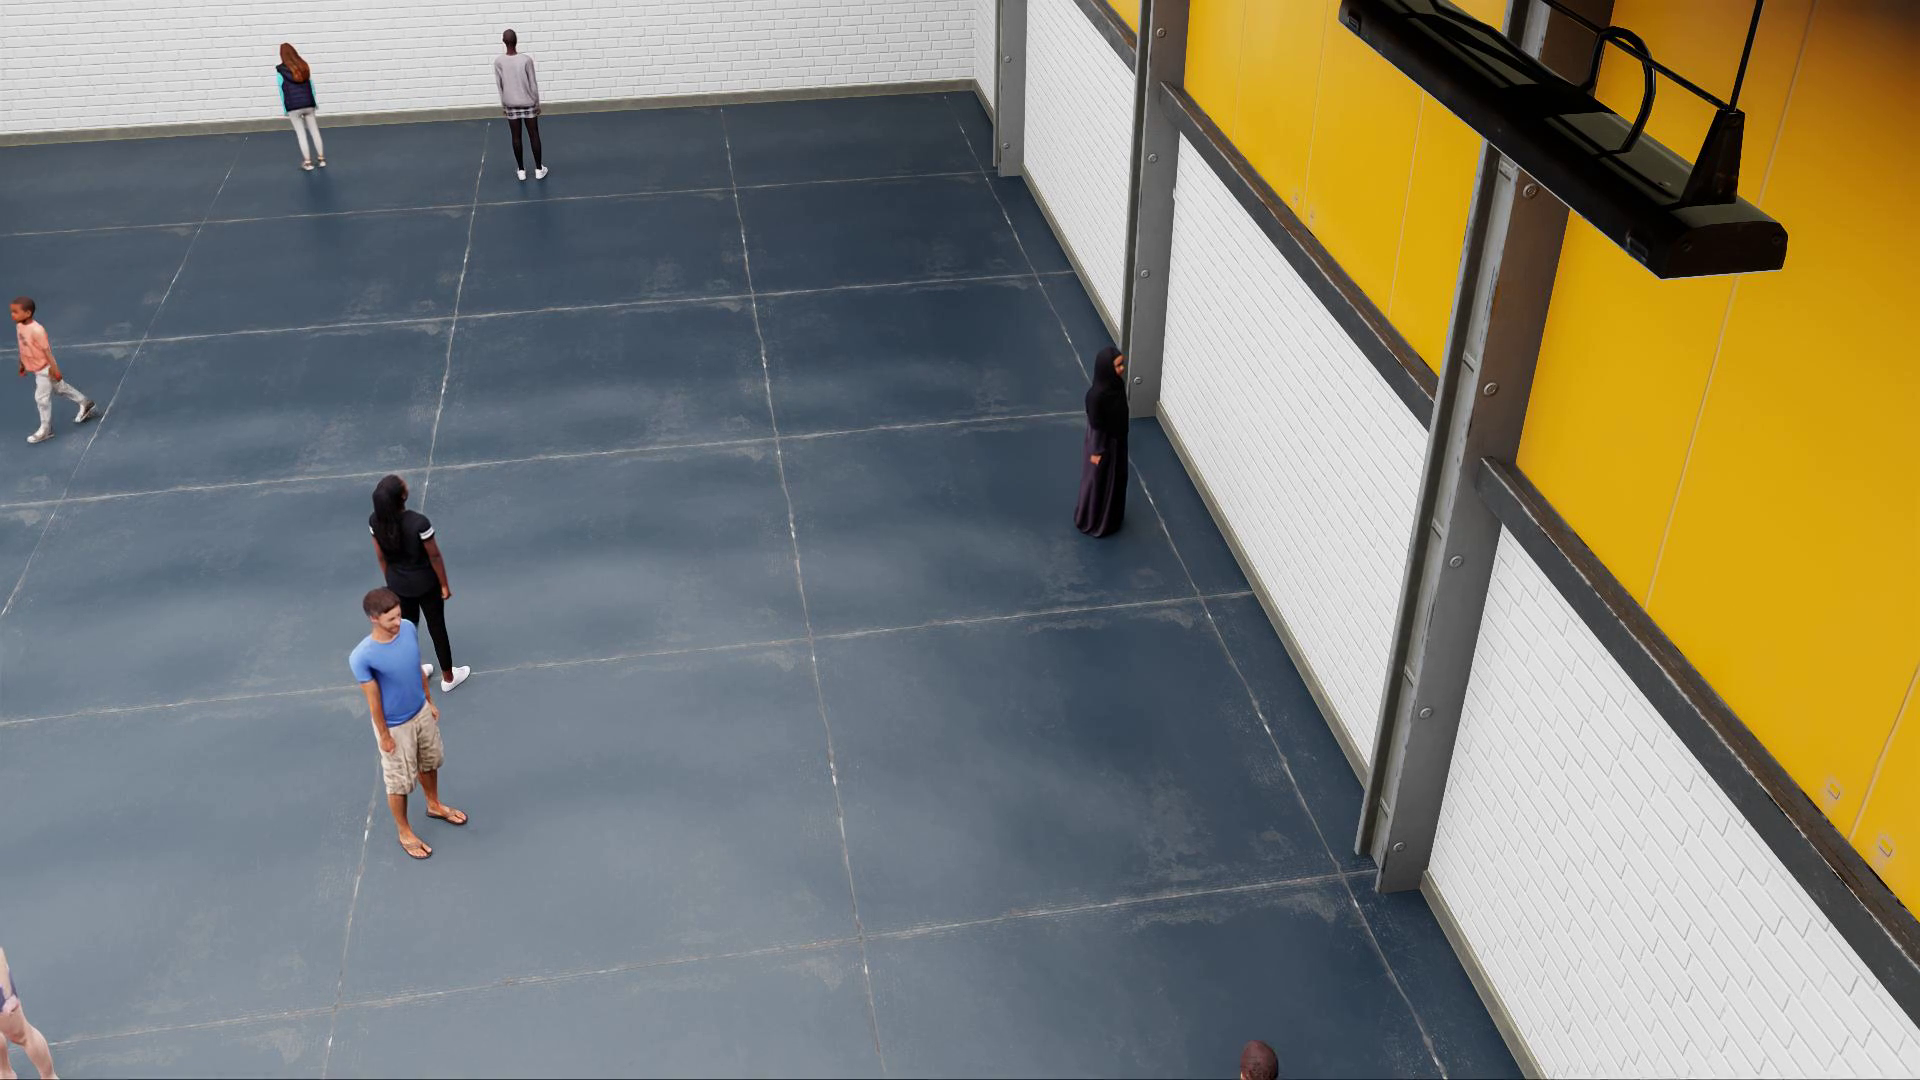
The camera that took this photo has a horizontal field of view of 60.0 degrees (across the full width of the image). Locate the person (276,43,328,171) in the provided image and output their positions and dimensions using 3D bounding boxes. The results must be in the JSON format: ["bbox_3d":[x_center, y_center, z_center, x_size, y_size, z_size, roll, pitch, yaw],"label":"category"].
[{"bbox_3d":[-7.885,-5.192,19.887,0.675,1.500,0.706,-23,40,-30],"label":"person"}]

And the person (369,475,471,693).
[{"bbox_3d":[-3.743,0.296,11.422,0.683,1.729,0.685,5,34,7],"label":"person"}]

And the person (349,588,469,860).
[{"bbox_3d":[-3.410,1.068,10.139,0.802,1.865,0.713,16,37,23],"label":"person"}]

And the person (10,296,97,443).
[{"bbox_3d":[-8.002,-1.557,14.603,0.873,1.294,0.908,23,40,31],"label":"person"}]

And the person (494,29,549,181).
[{"bbox_3d":[-5.163,-5.113,19.522,0.620,1.772,0.539,-4,34,-6],"label":"person"}]

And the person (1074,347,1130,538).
[{"bbox_3d":[1.145,-0.794,13.167,0.777,1.613,0.720,22,40,30],"label":"person"}]
